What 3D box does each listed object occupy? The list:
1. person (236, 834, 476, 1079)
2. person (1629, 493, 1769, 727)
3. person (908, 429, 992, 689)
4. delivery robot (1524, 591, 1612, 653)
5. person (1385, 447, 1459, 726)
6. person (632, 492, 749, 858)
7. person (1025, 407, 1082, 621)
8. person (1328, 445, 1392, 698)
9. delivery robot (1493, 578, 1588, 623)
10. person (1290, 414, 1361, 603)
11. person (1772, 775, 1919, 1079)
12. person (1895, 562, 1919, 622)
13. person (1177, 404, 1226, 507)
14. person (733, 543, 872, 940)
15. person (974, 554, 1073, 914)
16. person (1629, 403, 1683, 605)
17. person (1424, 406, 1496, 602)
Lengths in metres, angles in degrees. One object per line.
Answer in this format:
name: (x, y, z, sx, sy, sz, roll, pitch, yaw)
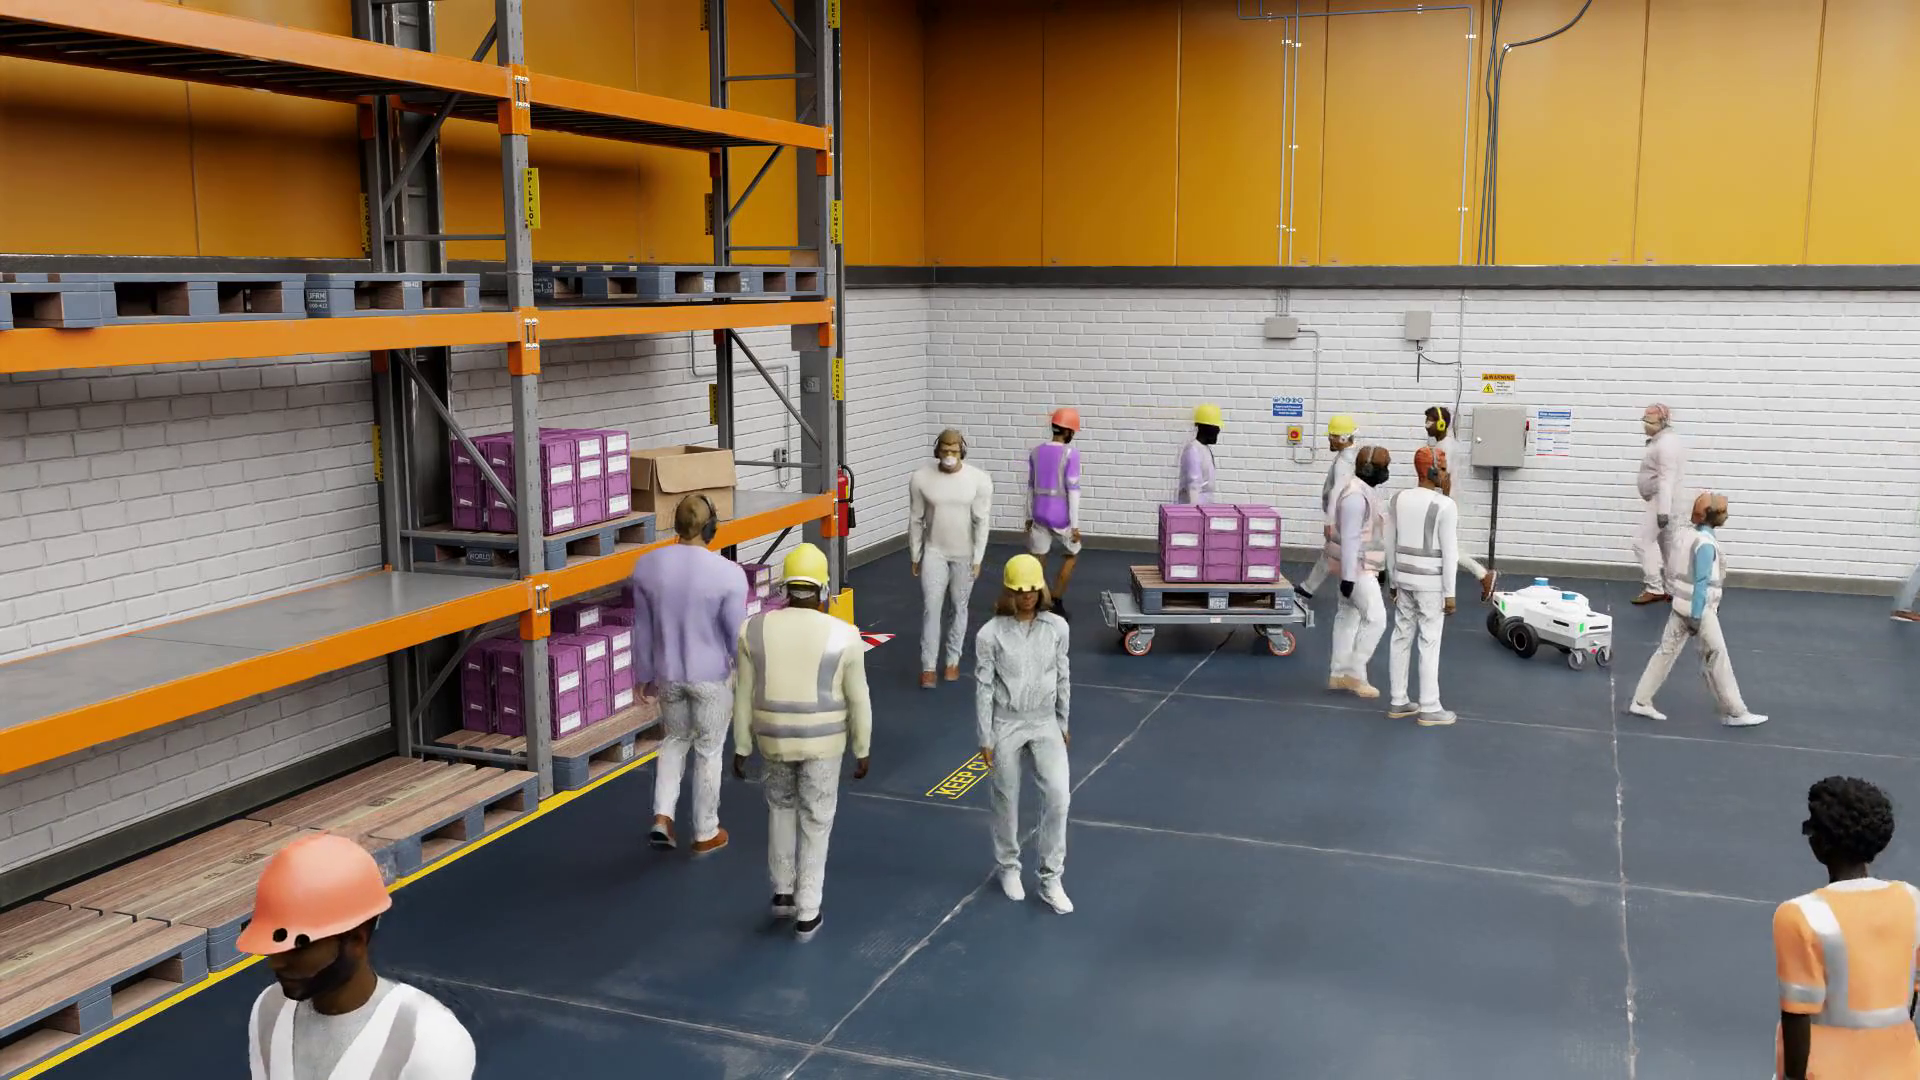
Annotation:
person: (-1.309, 1.544, 3.413, 0.561, 1.909, 0.731, 5, 11, 30)
person: (4.976, 0.467, 11.194, 0.867, 1.588, 0.518, 2, 9, 10)
person: (-0.079, 0.148, 12.200, 0.629, 1.905, 0.832, 0, 9, 2)
delivery robot: (4.755, 0.646, 13.020, 0.477, 0.478, 0.707, -3, 10, -20)
person: (3.130, 0.310, 11.273, 0.358, 1.880, 0.574, -6, 11, -33)
person: (-1.366, 0.714, 8.583, 0.656, 1.928, 0.454, 3, 9, 17)
person: (0.811, -0.199, 14.377, 0.692, 1.903, 0.602, 8, 12, 41)
person: (2.909, 0.224, 11.990, 0.514, 1.820, 0.655, 3, 9, 17)
delivery robot: (4.749, 0.551, 13.612, 0.707, 0.478, 0.477, 1, 9, 5)
person: (3.386, -0.241, 15.019, 0.942, 1.779, 0.611, 4, 10, 24)
person: (2.494, 1.489, 4.566, 0.538, 1.658, 0.844, -2, 9, -15)
person: (8.630, -0.056, 14.463, 0.855, 1.582, 0.528, 2, 9, 15)
person: (2.129, -0.254, 14.717, 0.429, 1.906, 0.605, 3, 9, 17)
person: (-0.706, 0.913, 7.679, 0.630, 1.814, 0.520, 1, 9, 9)
person: (0.328, 0.923, 7.911, 0.503, 1.715, 0.683, -3, 9, -17)
person: (6.434, -0.321, 15.292, 0.576, 1.876, 0.734, 4, 10, 24)
person: (4.519, -0.303, 15.247, 0.734, 1.840, 0.559, 2, 9, 10)
